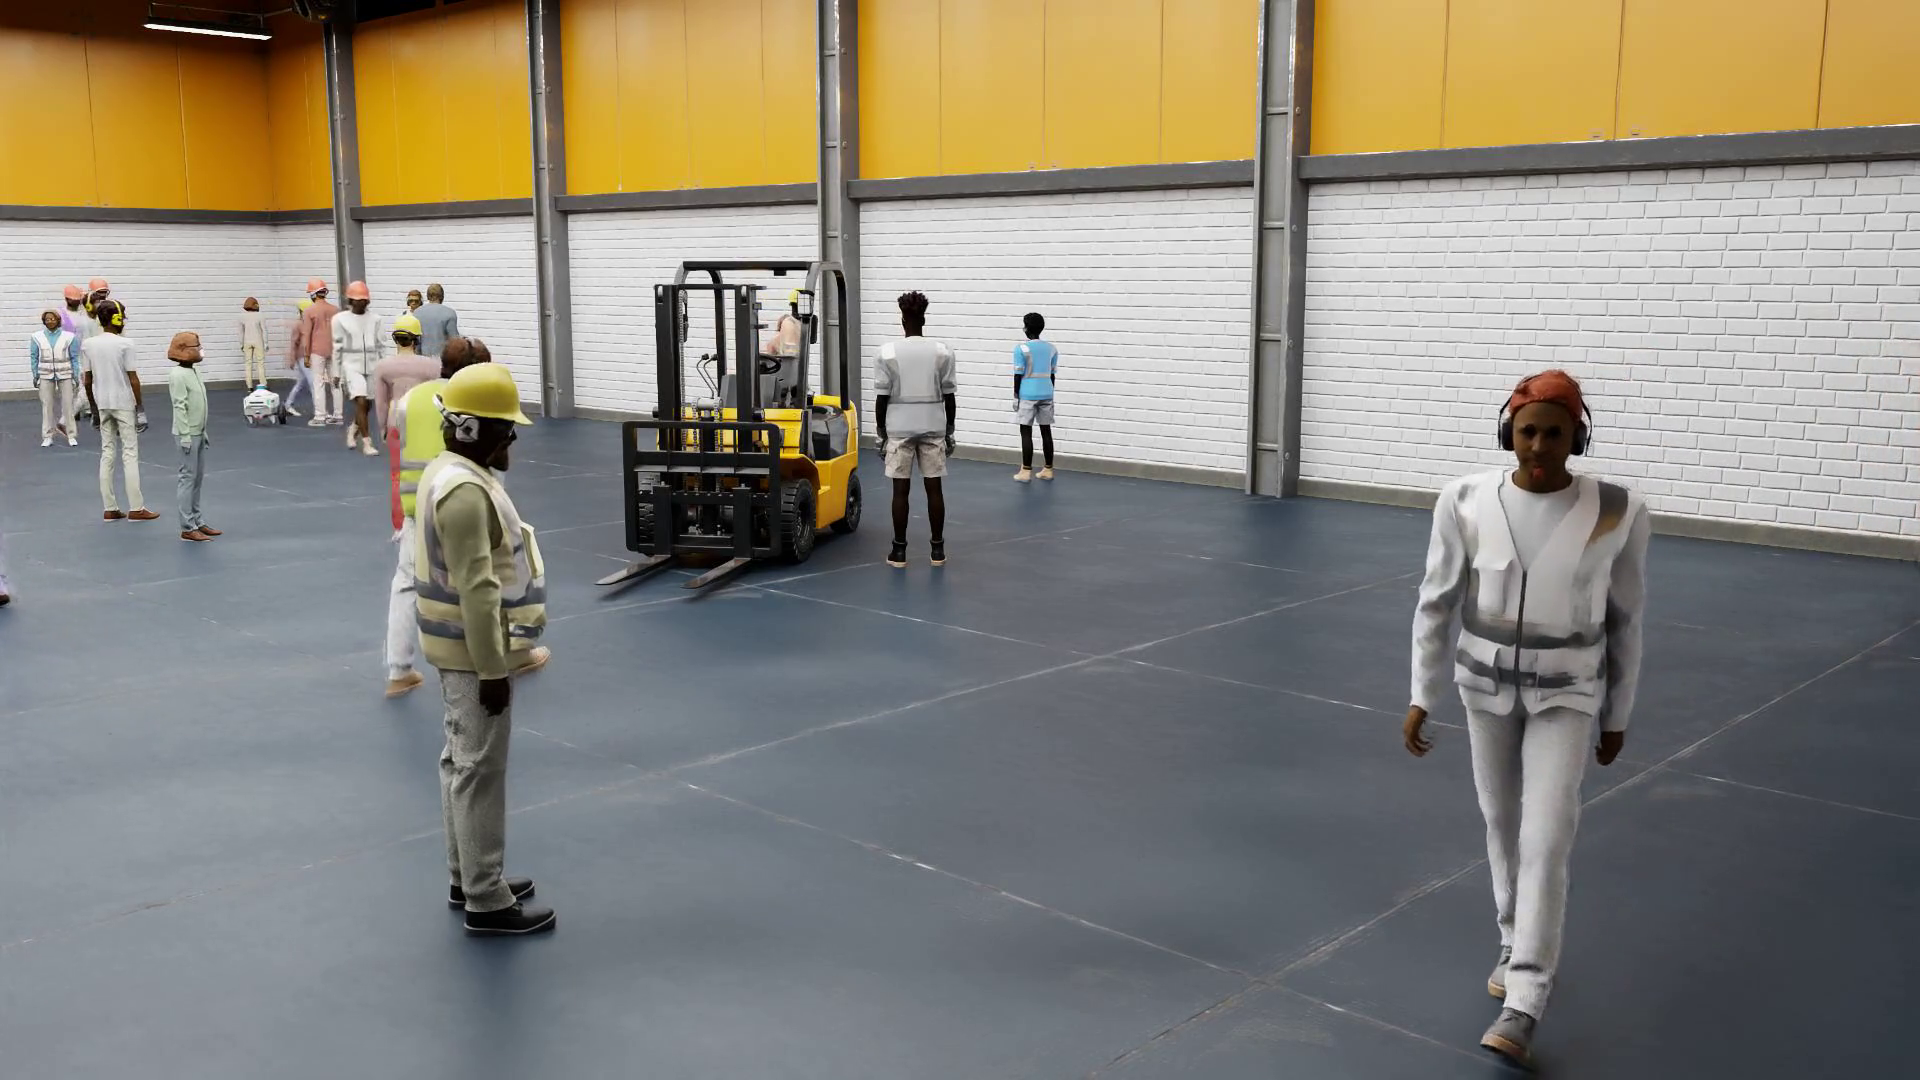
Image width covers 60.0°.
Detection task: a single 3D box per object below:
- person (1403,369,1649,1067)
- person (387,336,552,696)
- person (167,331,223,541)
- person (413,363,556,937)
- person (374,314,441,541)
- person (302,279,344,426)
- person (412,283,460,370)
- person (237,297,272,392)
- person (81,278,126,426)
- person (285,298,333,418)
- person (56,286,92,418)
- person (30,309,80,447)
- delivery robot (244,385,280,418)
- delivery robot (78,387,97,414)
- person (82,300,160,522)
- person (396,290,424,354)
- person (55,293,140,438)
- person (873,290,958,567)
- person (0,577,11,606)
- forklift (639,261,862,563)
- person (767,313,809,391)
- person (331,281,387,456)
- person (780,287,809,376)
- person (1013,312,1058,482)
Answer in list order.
[{"bbox_3d":[1.521,0.471,4.553,0.572,1.828,0.957,6,11,32],"label":"person"},{"bbox_3d":[-2.543,-0.129,8.437,0.651,1.778,0.829,4,10,21],"label":"person"},{"bbox_3d":[-6.006,-0.811,13.021,0.280,1.636,0.504,-2,9,-9],"label":"person"},{"bbox_3d":[-1.529,0.348,5.345,0.403,1.823,0.586,-4,10,-23],"label":"person"},{"bbox_3d":[-4.282,-0.871,12.994,0.526,1.768,0.315,-1,9,-5],"label":"person"},{"bbox_3d":[-8.627,-2.531,22.505,0.407,1.987,0.614,6,11,32],"label":"person"},{"bbox_3d":[-6.797,-2.368,21.647,0.636,1.936,0.354,2,9,10],"label":"person"},{"bbox_3d":[-12.160,-3.358,28.645,0.498,1.633,0.283,0,9,1],"label":"person"},{"bbox_3d":[-11.567,-2.533,22.482,0.380,1.995,0.611,5,10,27],"label":"person"},{"bbox_3d":[-9.352,-2.593,23.749,0.919,1.711,0.571,2,9,13],"label":"person"},{"bbox_3d":[-12.596,-2.668,23.678,0.544,1.868,1.023,-8,12,-41],"label":"person"},{"bbox_3d":[-10.809,-1.933,19.884,0.513,1.642,0.311,-4,10,-23],"label":"person"},{"bbox_3d":[-9.402,-1.847,22.395,0.477,0.478,0.707,-2,9,-11],"label":"delivery robot"},{"bbox_3d":[-12.251,-2.026,23.491,0.477,0.478,0.707,-4,10,-25],"label":"delivery robot"},{"bbox_3d":[-7.075,-1.079,13.972,0.519,1.865,0.327,2,9,9],"label":"person"},{"bbox_3d":[-7.308,-2.443,22.395,0.516,1.842,0.326,-4,10,-25],"label":"person"},{"bbox_3d":[-10.905,-2.181,20.839,0.924,1.835,0.546,-2,9,-11],"label":"person"},{"bbox_3d":[-0.318,-0.782,11.832,0.606,1.967,0.367,-2,9,-10],"label":"person"},{"bbox_3d":[-6.394,-0.456,10.184,0.989,1.857,0.663,-3,10,-17],"label":"person"},{"bbox_3d":[-1.552,-1.040,12.721,1.214,2.155,2.313,2,9,11],"label":"forklift"},{"bbox_3d":[-1.994,-1.768,18.926,0.540,1.629,0.519,-8,12,-40],"label":"person"},{"bbox_3d":[-6.915,-1.977,19.112,0.611,2.000,0.966,-8,12,-41],"label":"person"},{"bbox_3d":[-1.774,-1.803,18.222,0.386,1.922,0.594,1,9,4],"label":"person"},{"bbox_3d":[0.749,-1.424,16.616,0.535,1.691,0.319,-6,11,-34],"label":"person"}]
